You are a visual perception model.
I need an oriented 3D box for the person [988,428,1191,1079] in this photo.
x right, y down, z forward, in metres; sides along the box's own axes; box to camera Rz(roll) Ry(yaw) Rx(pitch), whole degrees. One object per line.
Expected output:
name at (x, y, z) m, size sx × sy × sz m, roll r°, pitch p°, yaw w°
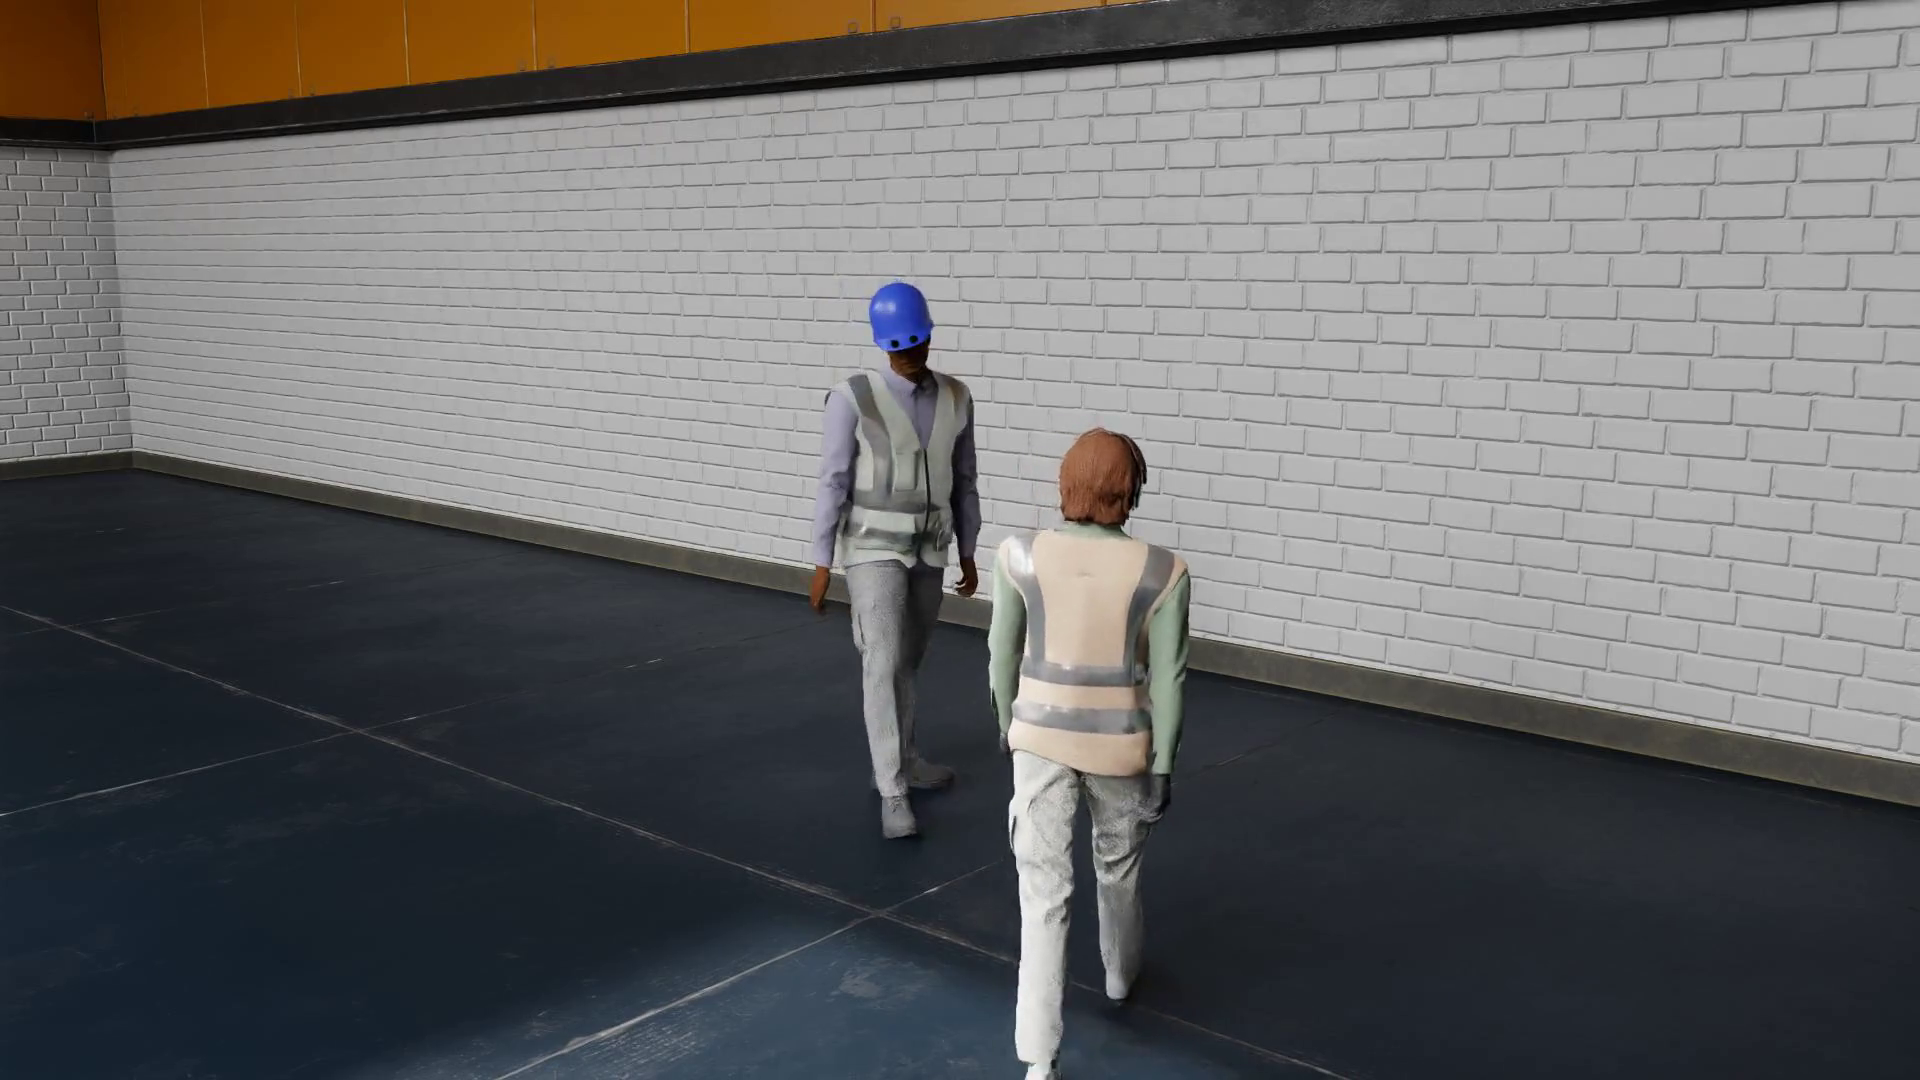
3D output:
person at (0.306, 0.521, 4.124) m, size 0.508 × 1.590 × 0.904 m, roll 2°, pitch 10°, yaw 9°

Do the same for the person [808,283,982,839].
person at (-0.194, 0.060, 5.853) m, size 0.678 × 1.902 × 0.648 m, roll -8°, pitch 13°, yaw -39°
